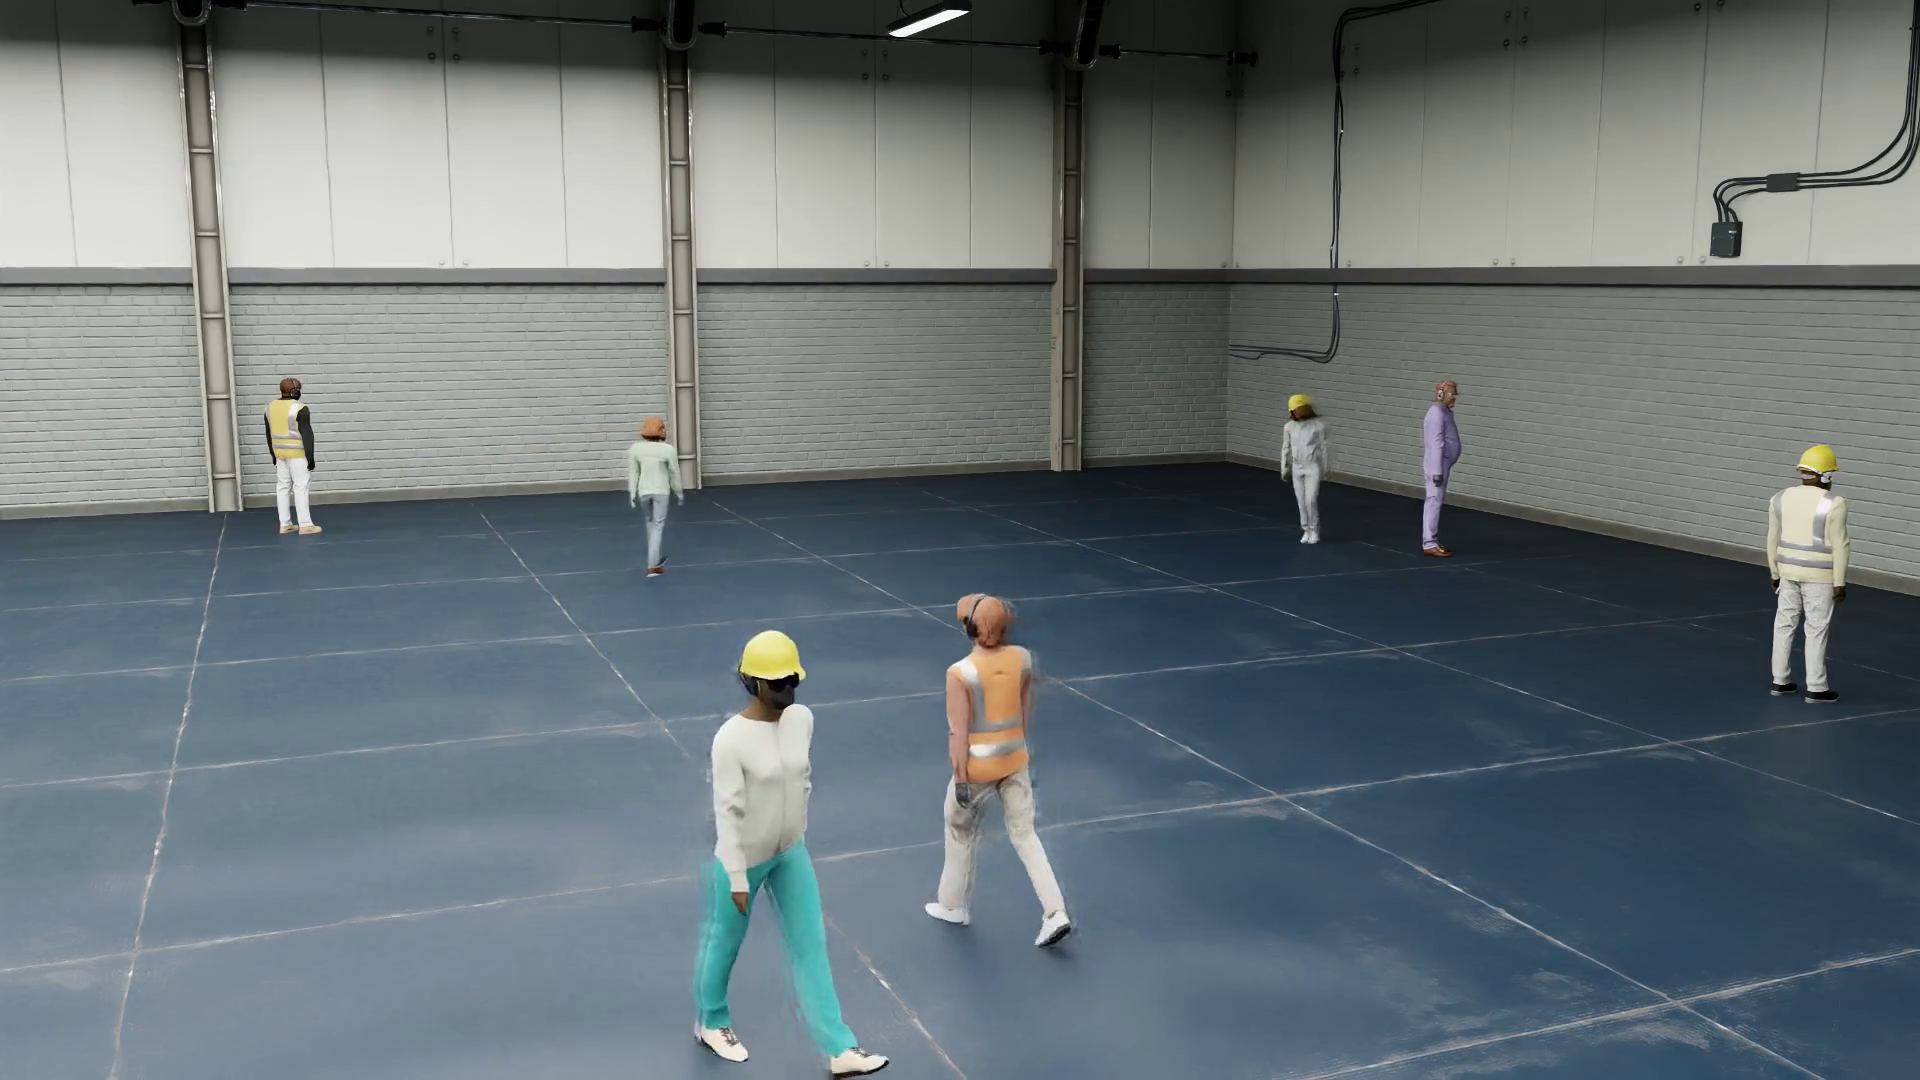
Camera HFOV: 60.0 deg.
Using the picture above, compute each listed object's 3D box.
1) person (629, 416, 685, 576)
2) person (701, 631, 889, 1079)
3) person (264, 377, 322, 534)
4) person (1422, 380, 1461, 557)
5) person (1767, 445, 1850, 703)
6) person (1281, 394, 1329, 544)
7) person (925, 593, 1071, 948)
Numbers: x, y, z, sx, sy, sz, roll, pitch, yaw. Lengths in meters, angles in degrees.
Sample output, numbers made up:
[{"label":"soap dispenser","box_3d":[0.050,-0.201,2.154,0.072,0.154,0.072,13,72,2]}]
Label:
[{"label":"person","box_3d":[-3.073,-0.461,17.005,0.512,1.600,0.816,2,9,14]},{"label":"person","box_3d":[-0.684,1.193,6.235,0.902,1.720,0.545,8,12,41]},{"label":"person","box_3d":[-7.822,-0.986,19.530,0.633,1.841,0.429,4,10,22]},{"label":"person","box_3d":[5.222,-0.778,18.042,0.399,1.903,0.642,3,10,18]},{"label":"person","box_3d":[6.058,0.239,11.859,0.404,1.835,0.587,-5,10,-28]},{"label":"person","box_3d":[3.893,-0.794,18.745,0.498,1.702,0.550,6,11,34]},{"label":"person","box_3d":[0.175,1.038,7.554,0.505,1.608,0.813,-7,11,-36]}]
